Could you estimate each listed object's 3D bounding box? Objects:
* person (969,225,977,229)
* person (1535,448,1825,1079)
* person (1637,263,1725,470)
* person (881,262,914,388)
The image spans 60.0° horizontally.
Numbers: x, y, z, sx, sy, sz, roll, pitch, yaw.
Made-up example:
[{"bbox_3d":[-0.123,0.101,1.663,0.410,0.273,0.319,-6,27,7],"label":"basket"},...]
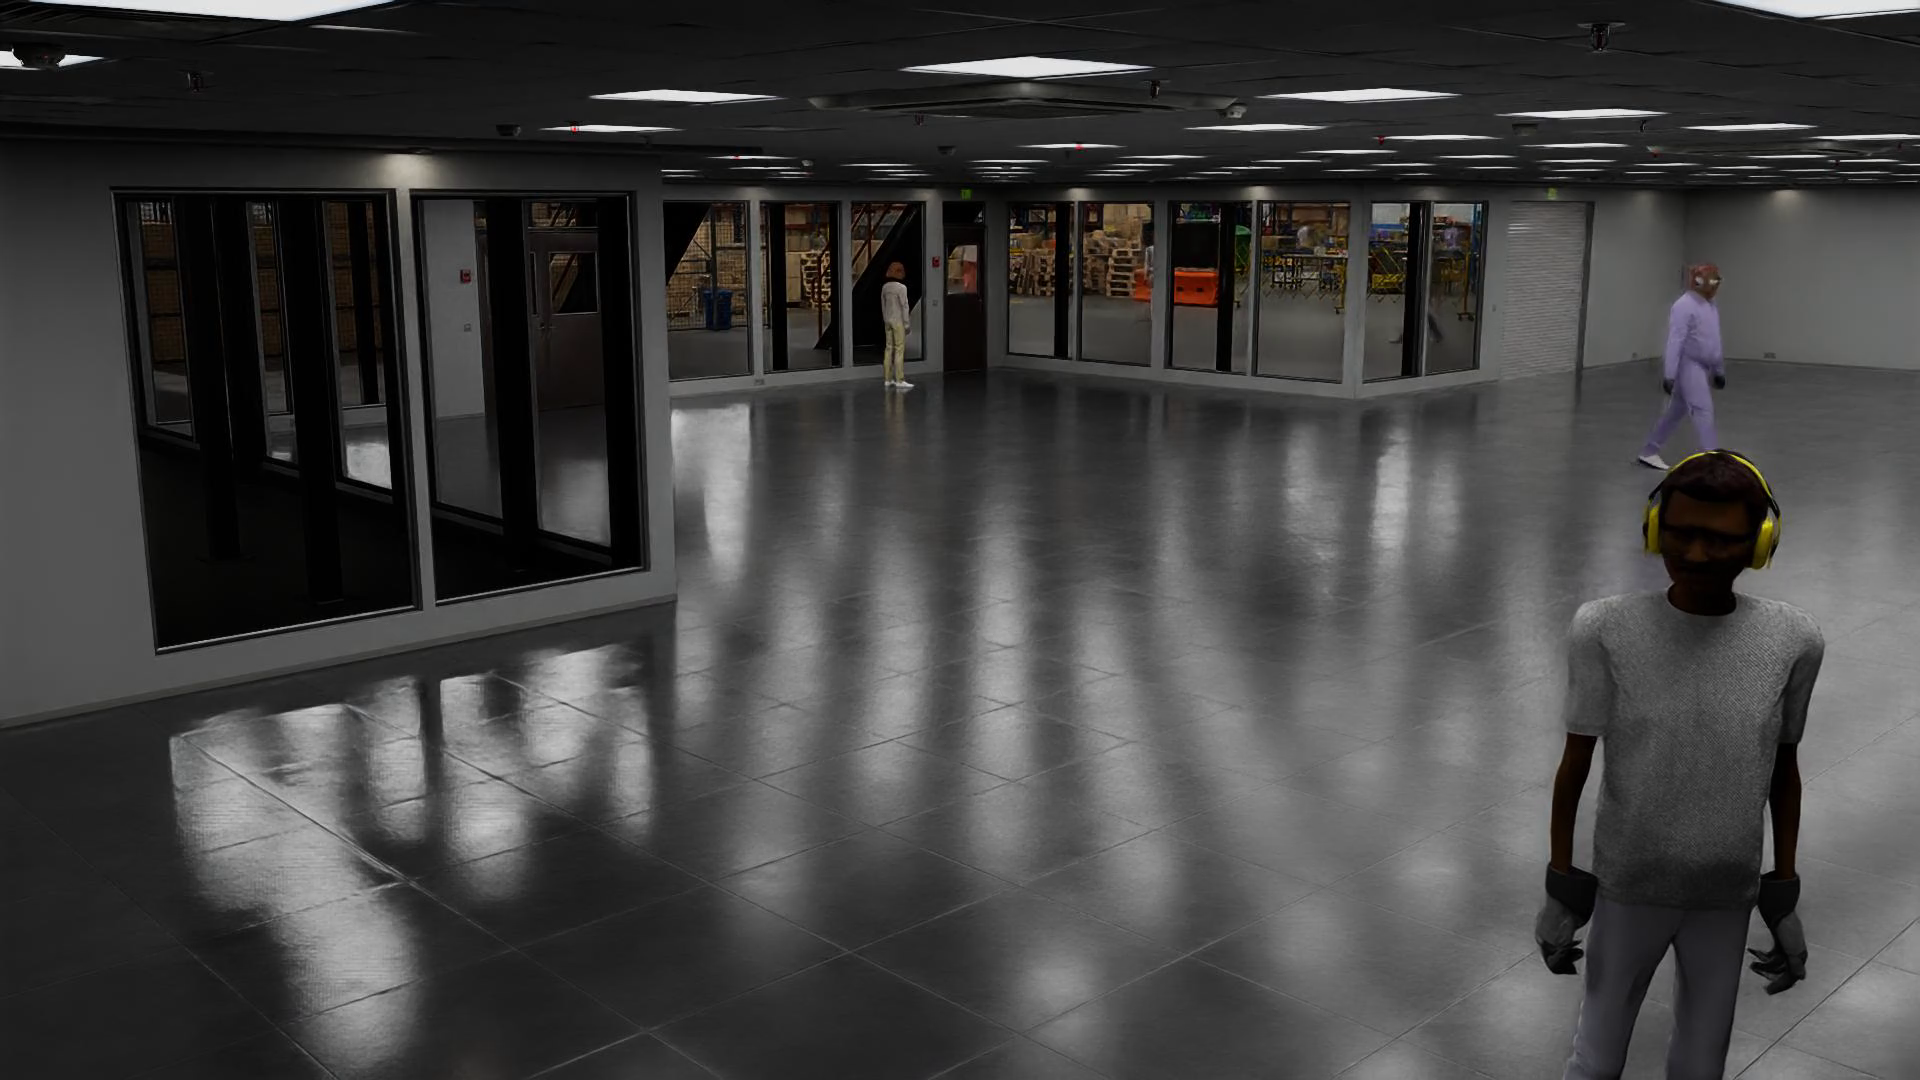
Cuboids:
[{"bbox_3d":[0.317,-7.523,44.495,0.634,1.973,0.572,2,11,10],"label":"person"},{"bbox_3d":[1.463,0.734,3.403,0.535,1.865,0.312,1,11,6],"label":"person"},{"bbox_3d":[6.445,-1.492,14.584,0.667,1.861,0.993,-11,16,-44],"label":"person"},{"bbox_3d":[-0.827,-2.801,21.684,0.284,1.633,0.500,-10,15,-40],"label":"person"}]
